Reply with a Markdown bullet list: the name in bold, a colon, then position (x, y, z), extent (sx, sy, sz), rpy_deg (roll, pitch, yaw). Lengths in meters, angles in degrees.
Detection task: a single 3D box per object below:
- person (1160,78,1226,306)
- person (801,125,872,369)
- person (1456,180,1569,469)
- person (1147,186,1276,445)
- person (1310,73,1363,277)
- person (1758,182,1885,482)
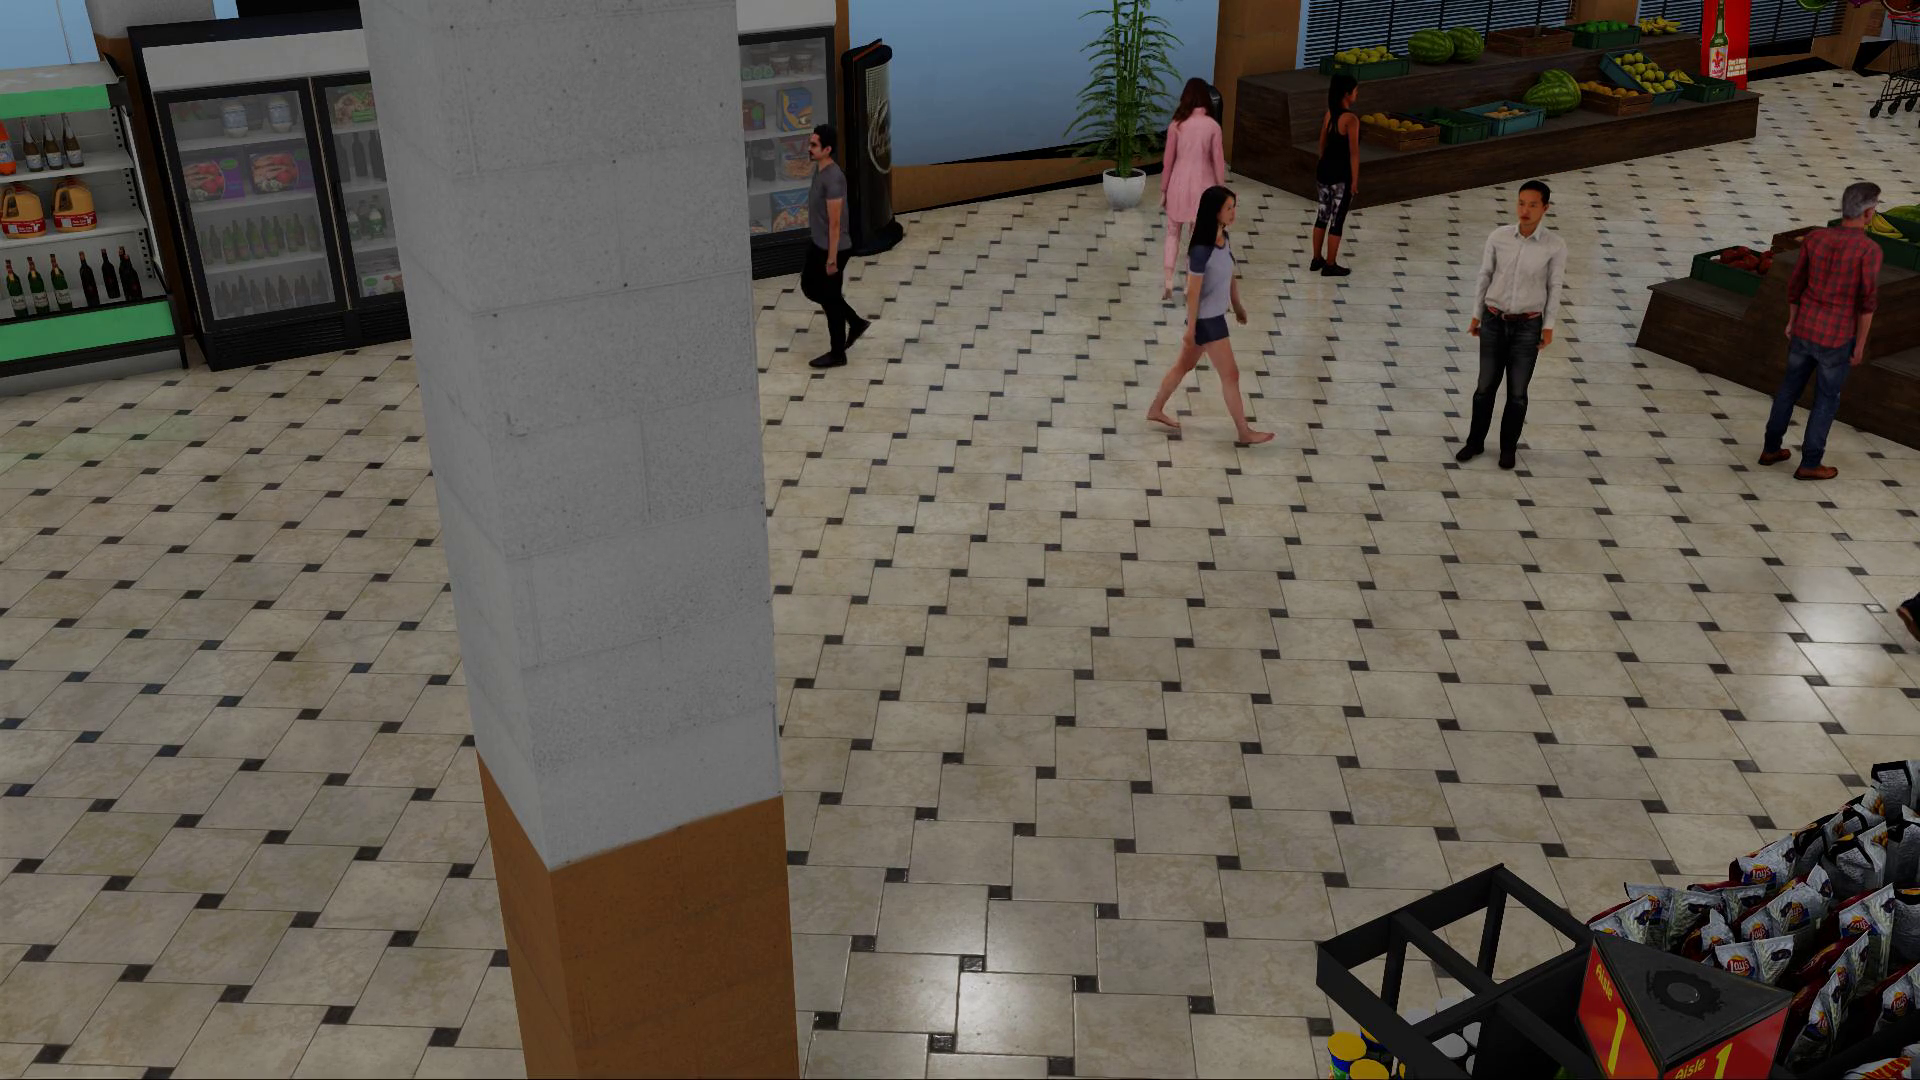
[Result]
- **person**: position (1.794, -2.671, 12.950), extent (0.756, 1.795, 0.817), rpy_deg (7, 28, 13)
- **person**: position (-0.855, -2.098, 11.879), extent (0.803, 1.742, 0.724), rpy_deg (-8, 28, -15)
- **person**: position (3.424, -1.336, 10.300), extent (0.745, 1.812, 0.738), rpy_deg (15, 30, 27)
- **person**: position (1.508, -1.426, 10.648), extent (1.092, 1.658, 1.120), rpy_deg (11, 29, 21)
- **person**: position (3.126, -3.042, 13.826), extent (0.512, 1.665, 0.590), rpy_deg (-13, 30, -24)
- **person**: position (5.288, -1.279, 10.169), extent (0.527, 1.829, 0.688), rpy_deg (-14, 30, -25)
